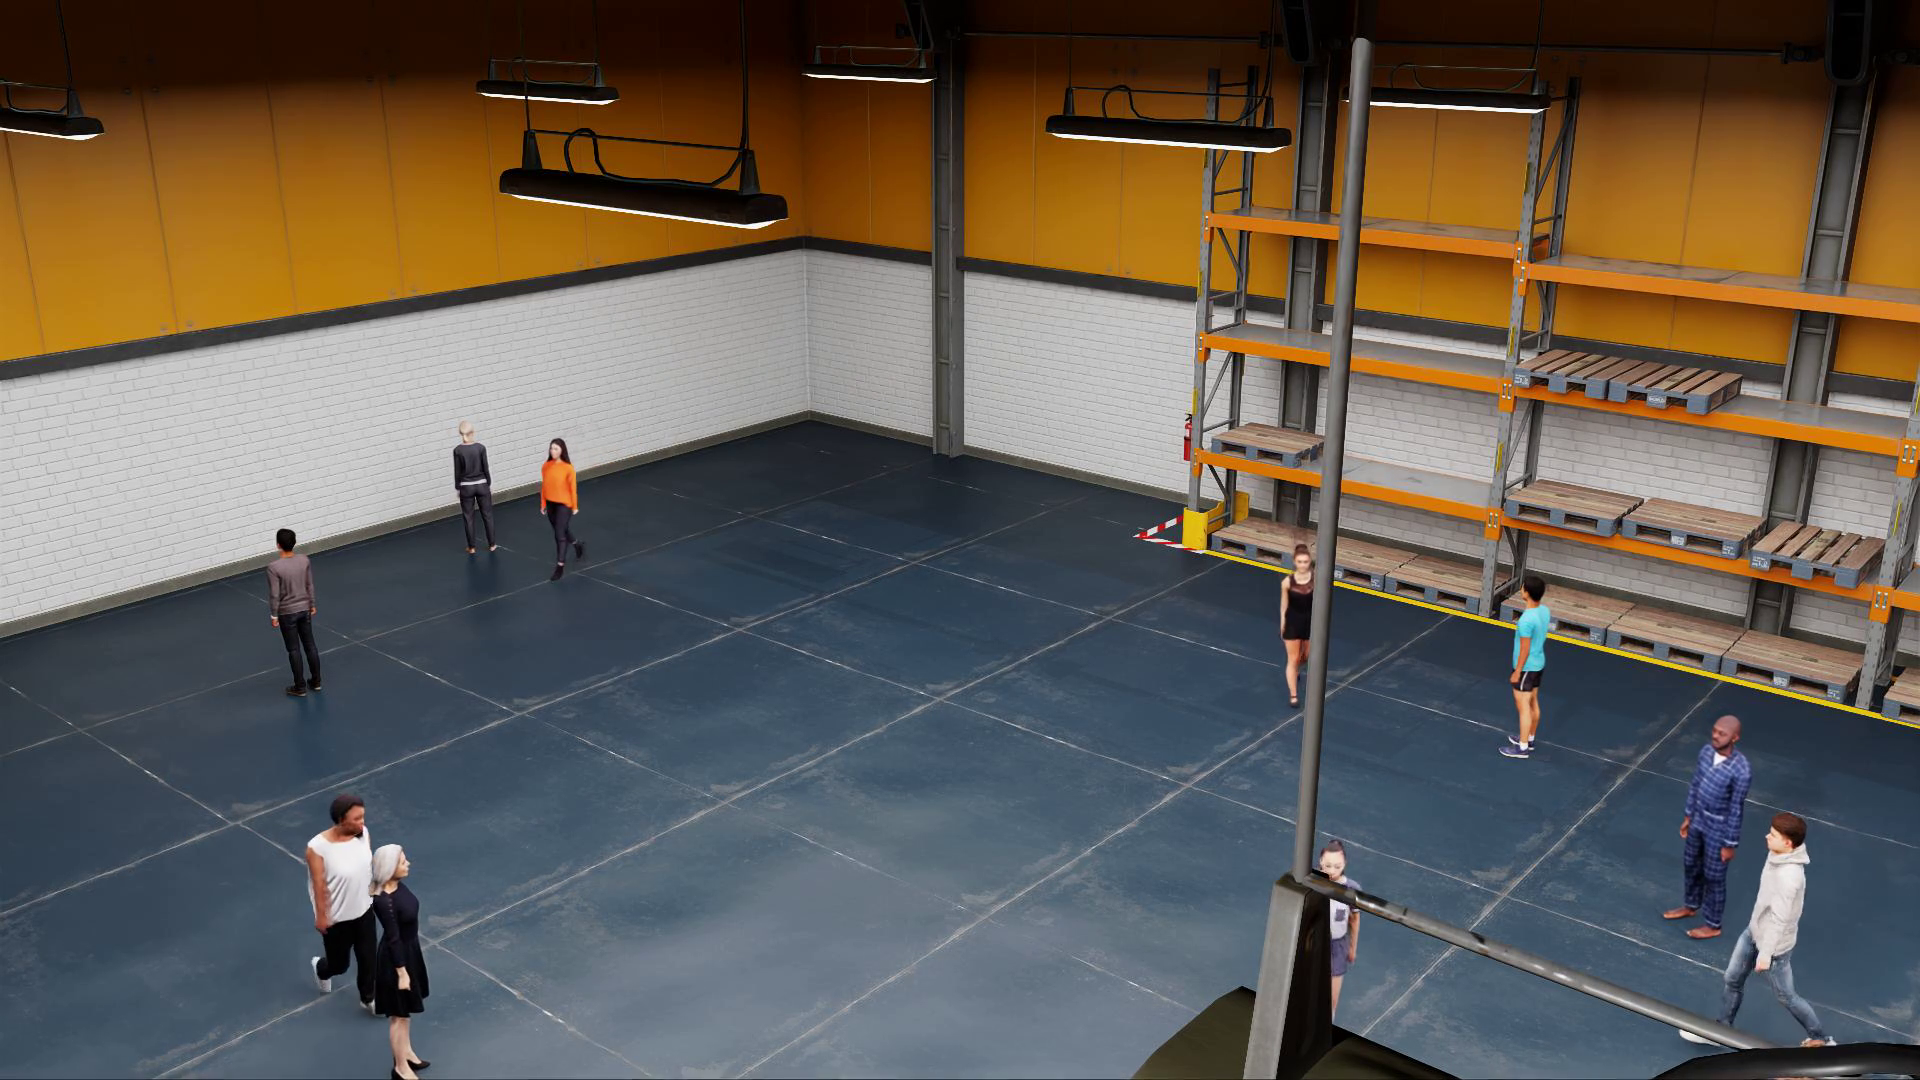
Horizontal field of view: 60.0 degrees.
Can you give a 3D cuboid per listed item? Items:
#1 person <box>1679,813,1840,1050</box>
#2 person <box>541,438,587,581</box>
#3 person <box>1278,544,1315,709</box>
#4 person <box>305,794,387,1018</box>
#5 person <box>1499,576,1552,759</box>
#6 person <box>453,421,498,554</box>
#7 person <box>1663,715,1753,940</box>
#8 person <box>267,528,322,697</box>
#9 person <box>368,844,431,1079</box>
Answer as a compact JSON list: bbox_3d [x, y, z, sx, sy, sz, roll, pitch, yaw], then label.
[{"bbox_3d":[5.511,2.691,11.075,1.317,1.817,1.044,4,19,13],"label":"person"},{"bbox_3d":[-4.886,-0.423,20.473,1.100,1.721,0.885,8,20,22],"label":"person"},{"bbox_3d":[3.425,0.836,16.823,0.884,1.663,0.936,-1,19,-3],"label":"person"},{"bbox_3d":[-4.341,2.560,11.706,0.886,1.663,0.705,14,23,36],"label":"person"},{"bbox_3d":[5.348,1.184,15.616,0.504,1.775,0.606,15,24,37],"label":"person"},{"bbox_3d":[-6.212,-0.688,21.252,0.685,1.726,0.692,-6,20,-18],"label":"person"},{"bbox_3d":[5.741,2.158,12.665,0.820,1.813,0.720,-5,19,-15],"label":"person"},{"bbox_3d":[-6.796,0.728,16.980,0.659,1.768,0.528,15,24,37],"label":"person"},{"bbox_3d":[-3.672,2.785,10.911,0.761,1.743,0.687,-3,19,-10],"label":"person"}]
